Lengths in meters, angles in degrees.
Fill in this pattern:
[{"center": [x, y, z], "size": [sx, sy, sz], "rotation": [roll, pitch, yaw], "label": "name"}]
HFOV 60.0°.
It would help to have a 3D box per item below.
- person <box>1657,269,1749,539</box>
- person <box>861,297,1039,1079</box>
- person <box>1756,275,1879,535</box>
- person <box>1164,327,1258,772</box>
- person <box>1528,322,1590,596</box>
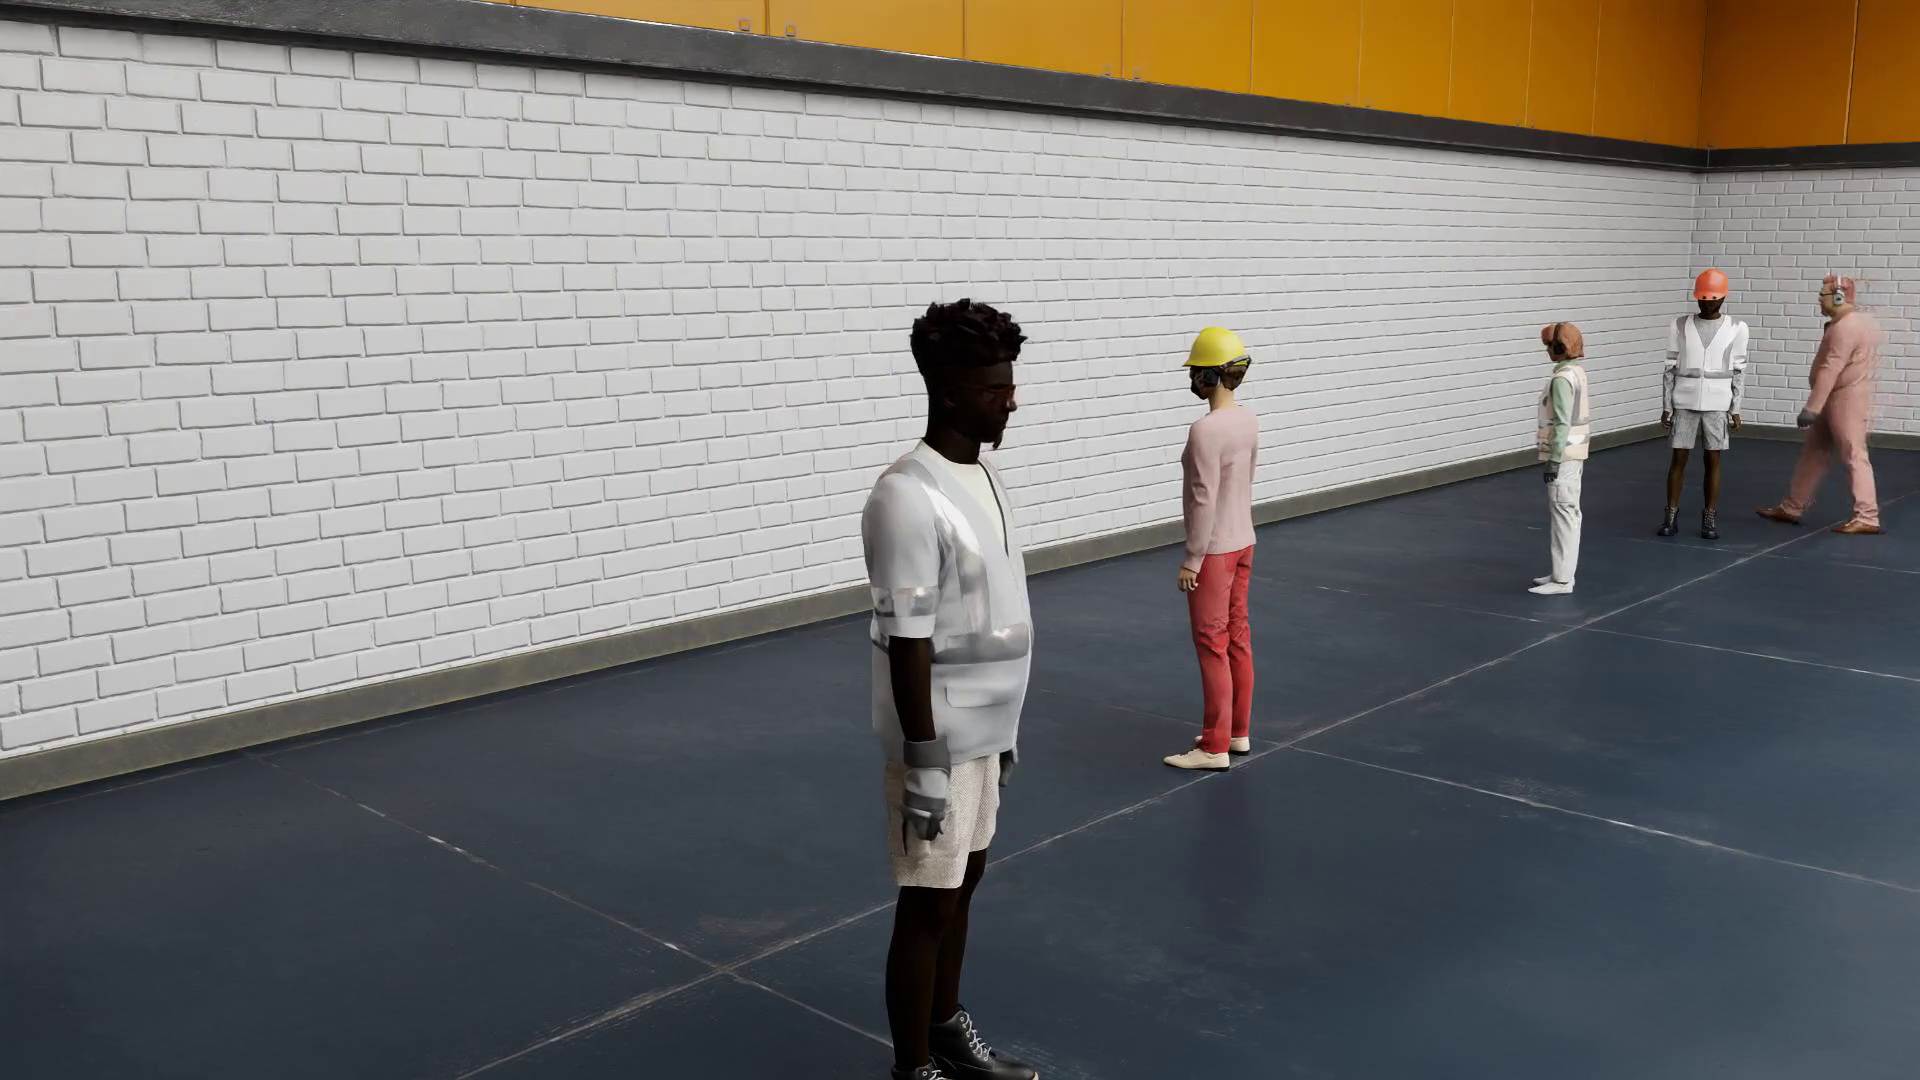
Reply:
[{"center": [5.308, -0.966, 11.902], "size": [0.543, 1.928, 0.372], "rotation": [5, 11, 25], "label": "person"}, {"center": [-0.011, 0.429, 3.853], "size": [0.367, 1.965, 0.604], "rotation": [3, 10, 16], "label": "person"}, {"center": [6.338, -0.984, 12.174], "size": [0.920, 1.871, 0.662], "rotation": [5, 11, 26], "label": "person"}, {"center": [1.010, 0.039, 6.643], "size": [0.311, 1.768, 0.533], "rotation": [6, 12, 31], "label": "person"}, {"center": [3.606, -0.482, 9.974], "size": [0.315, 1.637, 0.514], "rotation": [5, 11, 27], "label": "person"}]
